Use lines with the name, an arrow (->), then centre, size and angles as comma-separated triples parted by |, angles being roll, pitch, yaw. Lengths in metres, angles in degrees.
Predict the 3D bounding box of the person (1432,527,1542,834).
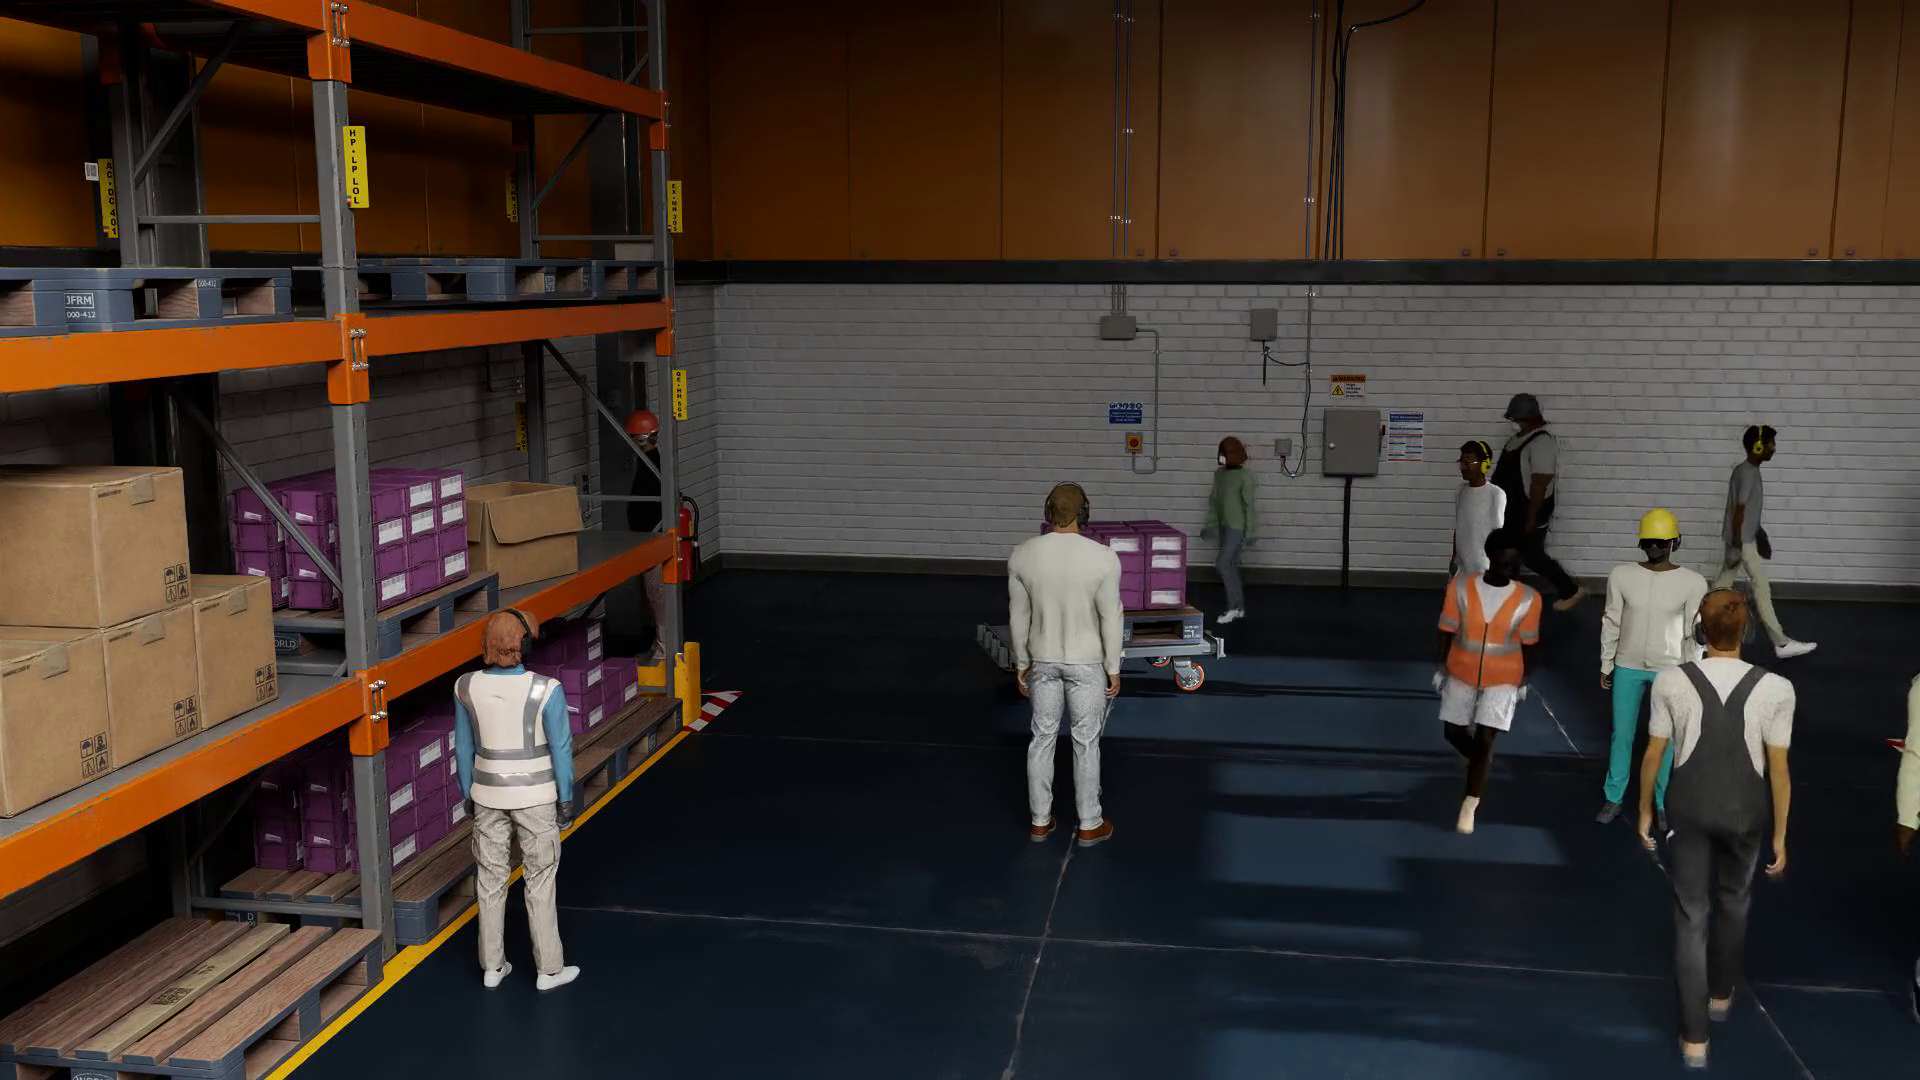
person -> 2.886, 0.730, 9.114 | 0.545, 1.671, 0.635 | 4, 10, 25

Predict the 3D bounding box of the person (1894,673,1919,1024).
person -> 4.010, 1.079, 6.518 | 0.618, 1.814, 0.432 | 0, 9, -1

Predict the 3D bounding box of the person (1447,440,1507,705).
person -> 3.613, 0.225, 11.677 | 0.323, 1.862, 0.511 | -4, 10, -22

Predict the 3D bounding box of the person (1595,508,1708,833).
person -> 3.741, 0.701, 9.019 | 0.525, 1.769, 0.313 | 5, 10, 28

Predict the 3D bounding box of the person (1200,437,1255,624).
person -> 2.297, -0.081, 14.315 | 0.520, 1.618, 0.511 | -4, 10, -22

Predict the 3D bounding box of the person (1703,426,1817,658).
person -> 6.250, 0.017, 13.047 | 0.950, 1.821, 0.535 | 4, 10, 22

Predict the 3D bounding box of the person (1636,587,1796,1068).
person -> 2.957, 1.075, 6.555 | 0.528, 1.809, 0.901 | 4, 10, 21

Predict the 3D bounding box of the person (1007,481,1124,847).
person -> 0.562, 0.654, 8.783 | 0.630, 1.938, 0.372 | 3, 10, 20

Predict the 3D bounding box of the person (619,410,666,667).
person -> -2.353, 0.006, 12.605 | 0.396, 1.990, 0.621 | -1, 9, -9

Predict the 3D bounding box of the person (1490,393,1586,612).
person -> 5.004, -0.314, 14.435 | 0.837, 2.000, 0.693 | -1, 9, -5

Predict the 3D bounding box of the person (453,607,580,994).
person -> -1.859, 1.095, 6.975 | 0.522, 1.640, 0.306 | 2, 9, 10
